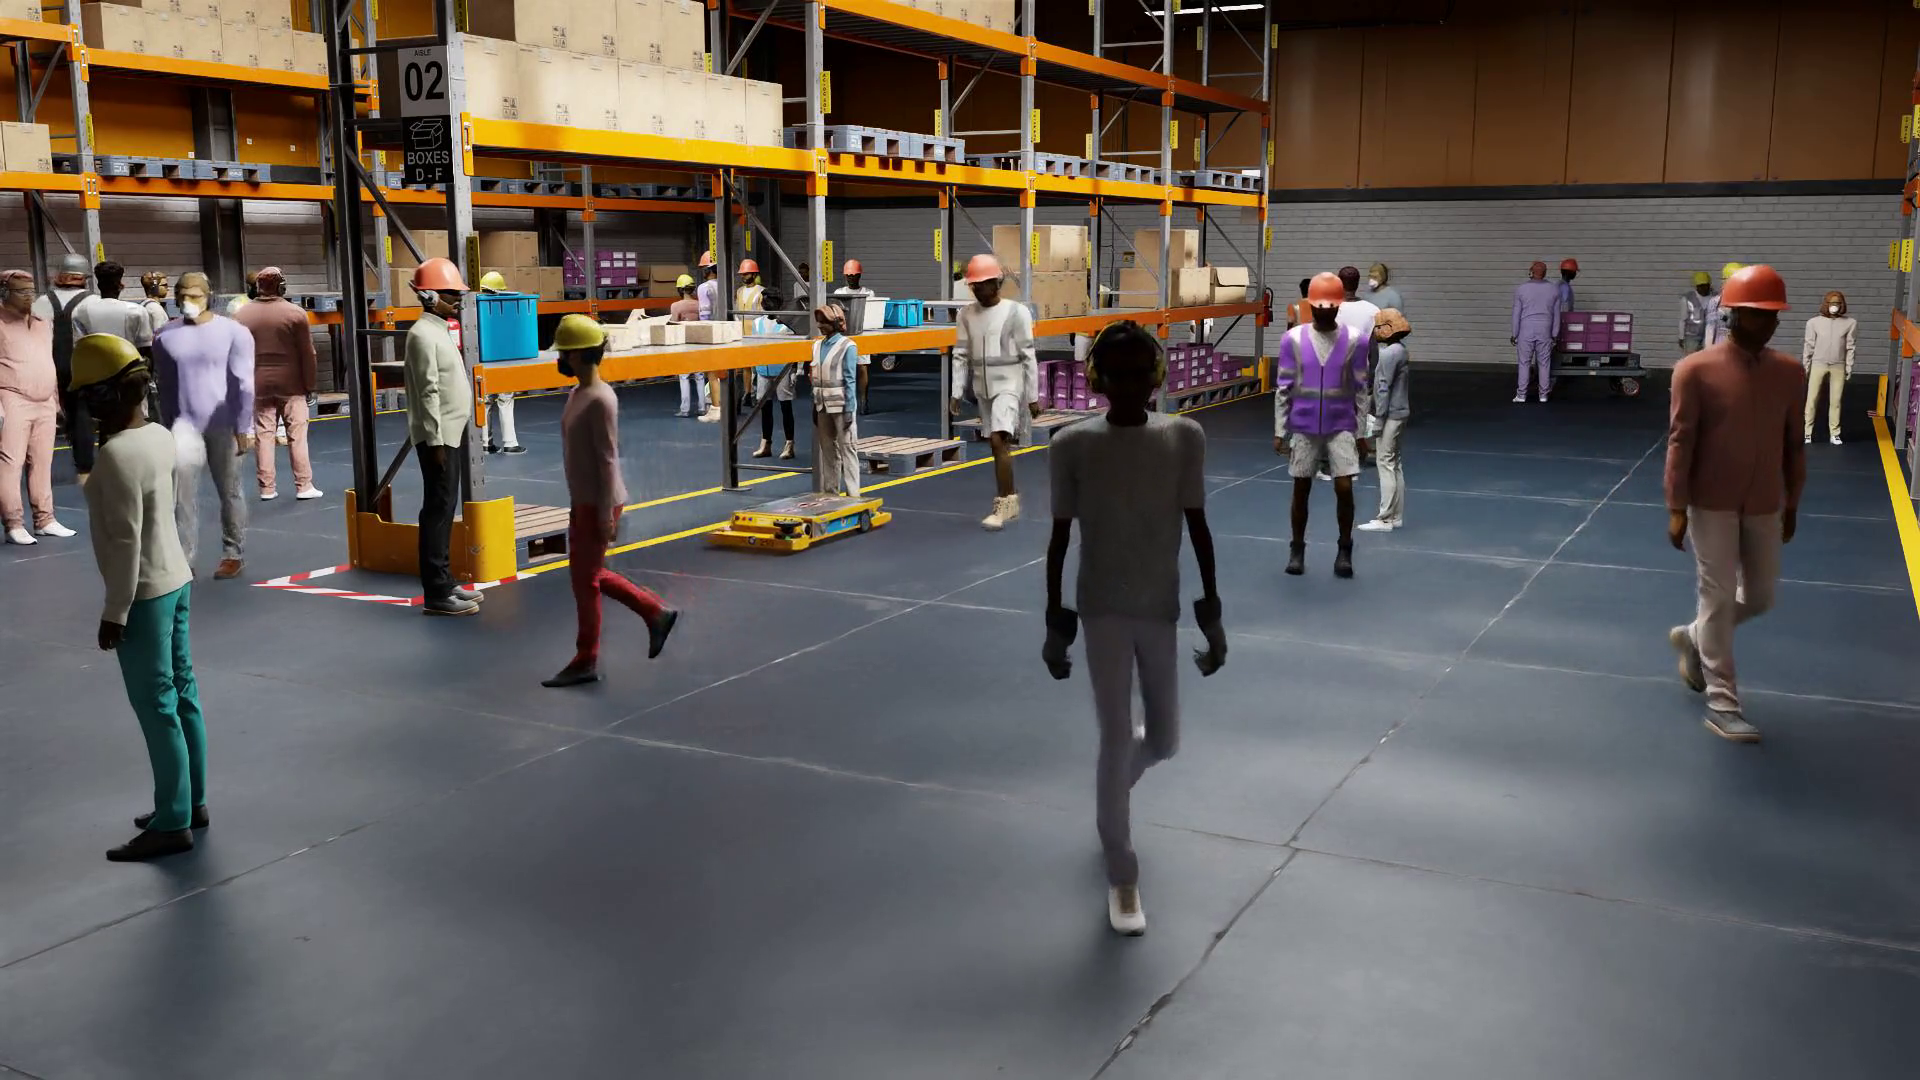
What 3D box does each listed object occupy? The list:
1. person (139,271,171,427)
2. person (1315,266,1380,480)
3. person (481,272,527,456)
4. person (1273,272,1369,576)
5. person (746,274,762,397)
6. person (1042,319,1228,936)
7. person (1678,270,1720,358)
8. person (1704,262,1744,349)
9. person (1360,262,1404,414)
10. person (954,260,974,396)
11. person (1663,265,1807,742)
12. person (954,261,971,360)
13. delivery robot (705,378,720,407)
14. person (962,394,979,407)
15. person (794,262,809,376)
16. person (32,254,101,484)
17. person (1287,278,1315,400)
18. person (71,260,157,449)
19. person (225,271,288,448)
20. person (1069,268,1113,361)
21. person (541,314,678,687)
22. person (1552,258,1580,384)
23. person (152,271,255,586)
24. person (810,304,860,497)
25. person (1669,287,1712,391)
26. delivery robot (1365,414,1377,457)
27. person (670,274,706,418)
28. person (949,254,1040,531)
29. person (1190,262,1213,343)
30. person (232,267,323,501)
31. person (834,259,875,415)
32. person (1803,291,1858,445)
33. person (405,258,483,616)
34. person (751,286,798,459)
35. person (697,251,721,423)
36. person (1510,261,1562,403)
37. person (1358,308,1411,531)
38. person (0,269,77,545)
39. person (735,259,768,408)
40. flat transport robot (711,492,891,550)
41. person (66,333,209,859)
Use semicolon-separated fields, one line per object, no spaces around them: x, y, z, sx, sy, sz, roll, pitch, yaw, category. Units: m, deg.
-7.907;-1.726;16.433;0.346;1.846;0.506;-9;14;-44;person
3.437;-1.474;14.813;0.597;1.907;0.400;-1;10;-5;person
-4.636;-1.757;16.649;0.590;1.833;0.404;4;11;22;person
2.234;-0.705;10.347;0.573;1.909;0.485;3;10;16;person
-2.885;-2.883;23.444;0.504;1.727;0.354;4;10;20;person
0.537;0.224;5.185;0.570;1.831;0.754;-2;10;-10;person
10.341;-2.877;23.250;0.621;1.794;0.703;2;10;13;person
8.415;-2.066;18.198;0.588;1.918;0.396;-1;10;-3;person
4.744;-2.178;18.857;0.590;1.939;0.646;-6;11;-31;person
0.116;-3.020;23.744;0.661;1.901;0.928;1;10;5;person
3.281;-0.181;7.113;0.637;1.980;0.723;-1;10;-8;person
0.049;-3.235;25.025;0.604;1.902;0.833;-8;12;-37;person
-2.987;-1.868;20.714;0.477;0.478;0.707;-1;10;-5;delivery robot
0.300;-2.658;21.968;0.779;1.803;0.600;-4;11;-24;person
-2.549;-3.629;27.401;0.508;1.864;0.329;4;11;21;person
-7.759;-1.543;14.807;0.696;2.000;0.872;0;10;1;person
4.649;-2.688;22.482;0.547;1.672;0.633;0;10;-2;person
-6.995;-1.330;13.813;0.602;1.958;0.381;-3;10;-15;person
-7.282;-1.875;17.342;0.625;1.837;0.429;-8;13;-39;person
1.801;-2.836;22.901;0.625;1.837;0.429;-1;10;-4;person
-1.673;-0.190;7.833;0.616;1.747;0.527;-5;11;-27;person
9.361;-3.379;25.742;0.378;1.932;0.551;1;10;5;person
-4.587;-0.654;10.050;0.628;1.901;0.900;-1;10;-4;person
-0.964;-0.985;12.764;0.311;1.633;0.511;-9;13;-43;person
10.762;-2.900;23.994;0.870;1.580;0.518;9;13;42;person
3.831;-1.042;15.932;0.477;0.478;0.707;-4;10;-20;delivery robot
-3.356;-2.388;20.522;0.348;1.756;0.518;9;13;42;person
0.212;-1.077;12.204;0.621;2.003;0.814;7;12;36;person
3.817;-3.453;26.345;0.580;1.879;0.347;-9;13;-43;person
-5.566;-1.267;13.598;0.642;1.909;0.410;0;10;-3;person
-1.325;-2.518;20.750;0.545;1.938;0.359;1;10;6;person
9.193;-1.817;17.609;0.495;1.626;0.285;3;10;19;person
-2.905;-0.578;9.350;0.387;1.992;0.626;-2;10;-9;person
-1.822;-1.638;16.343;0.539;1.698;0.318;4;11;24;person
-2.961;-2.424;19.902;0.377;2.041;0.616;5;11;26;person
7.757;-2.798;22.446;0.650;1.913;0.409;1;10;5;person
3.127;-0.877;12.161;0.299;1.623;0.503;5;11;26;person
-6.539;-0.930;11.650;0.409;1.909;0.640;3;10;14;person
-2.739;-2.693;21.766;0.542;1.938;0.358;7;12;34;person
-1.105;-0.149;11.854;0.652;0.197;1.431;5;11;25;flat transport robot
-2.773;0.189;5.600;0.328;1.760;0.523;-1;10;-9;person
